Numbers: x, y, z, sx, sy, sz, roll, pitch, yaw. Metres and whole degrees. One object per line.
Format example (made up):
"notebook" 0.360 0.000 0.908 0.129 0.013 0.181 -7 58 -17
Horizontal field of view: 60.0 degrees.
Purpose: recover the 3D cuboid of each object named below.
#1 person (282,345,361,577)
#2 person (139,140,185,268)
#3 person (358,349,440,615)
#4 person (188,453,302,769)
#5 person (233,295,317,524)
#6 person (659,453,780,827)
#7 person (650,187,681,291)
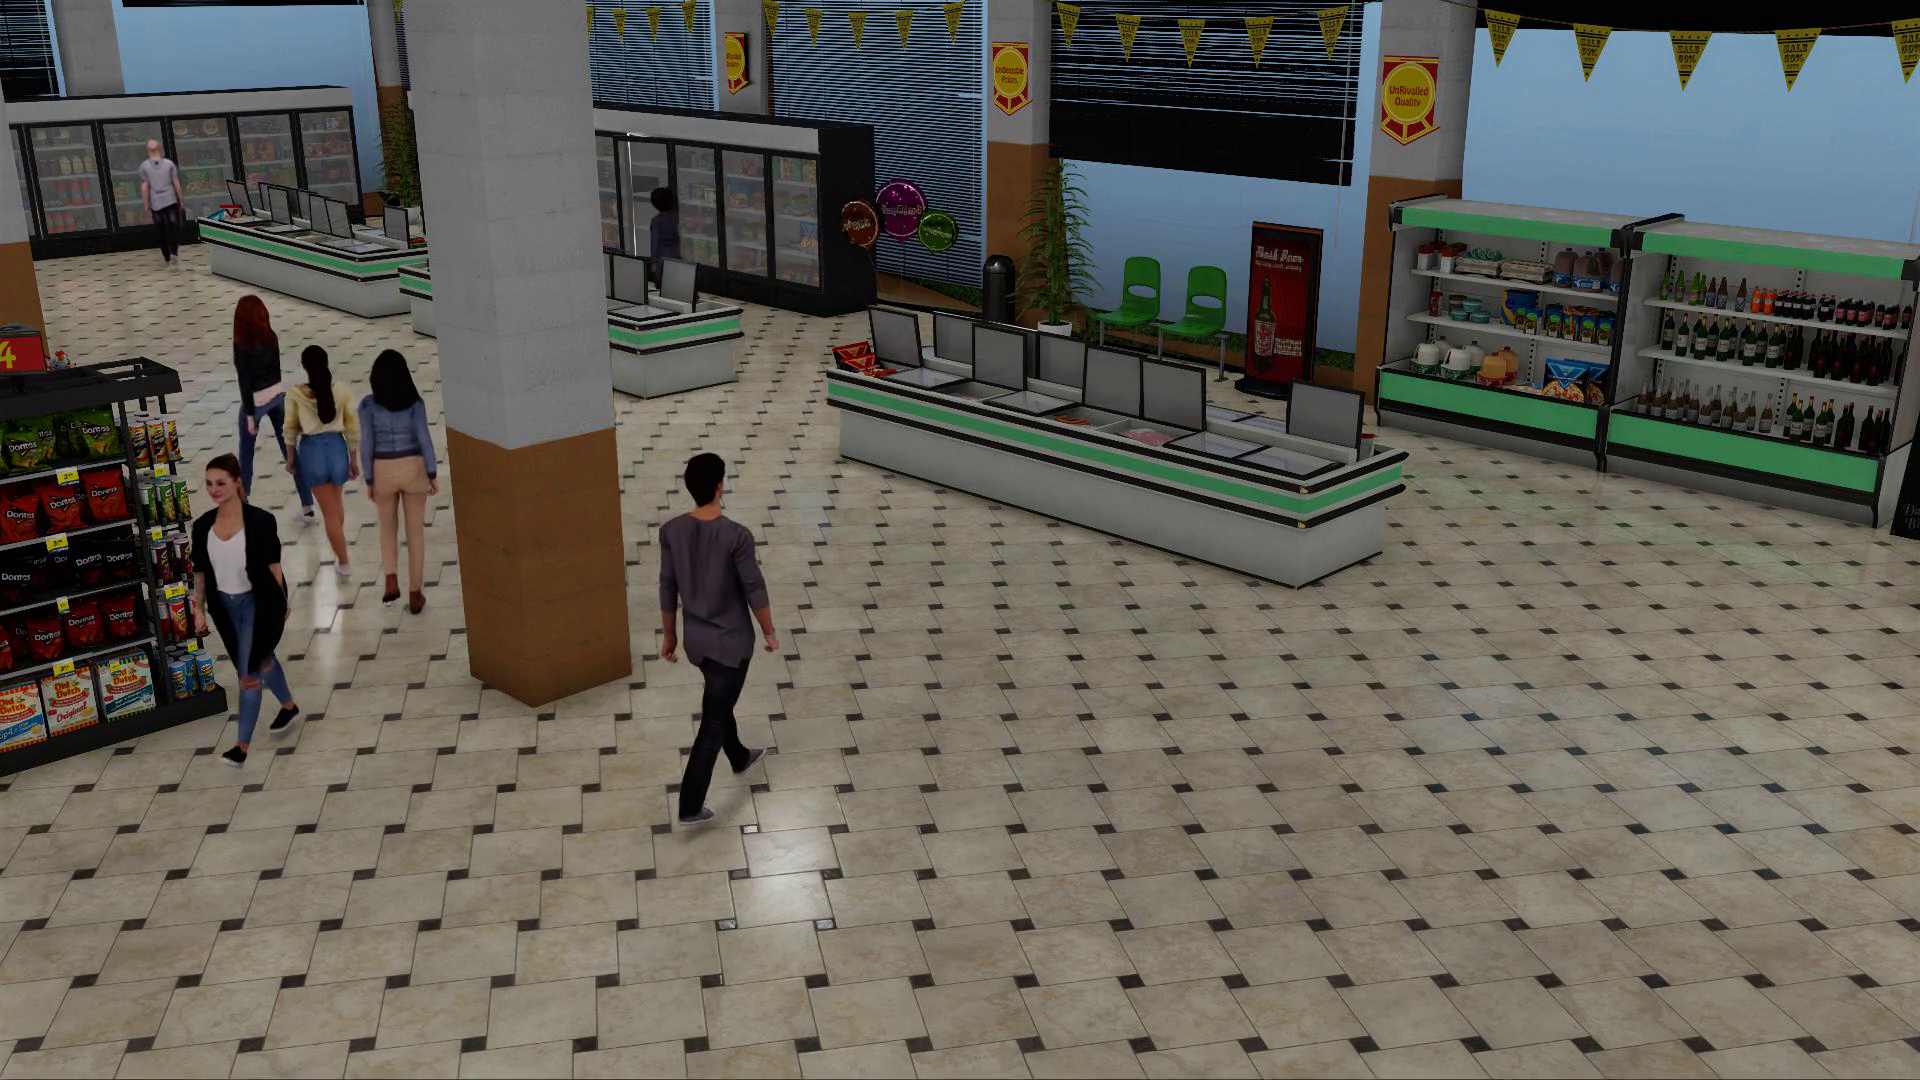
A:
"person" -4.409 -0.512 11.576 0.796 1.588 1.160 -11 22 -30
"person" -11.533 -4.846 24.097 1.023 1.800 1.316 -7 20 -19
"person" -3.637 -0.345 10.807 0.747 1.761 0.796 -4 19 -12
"person" -3.790 0.348 8.948 1.118 1.637 1.120 2 19 6
"person" -5.196 -0.933 12.609 1.269 1.725 0.790 11 22 30
"person" -1.237 0.527 8.151 1.206 1.807 1.001 9 21 25
"person" -3.409 -3.281 19.622 0.968 1.694 0.689 13 22 33
